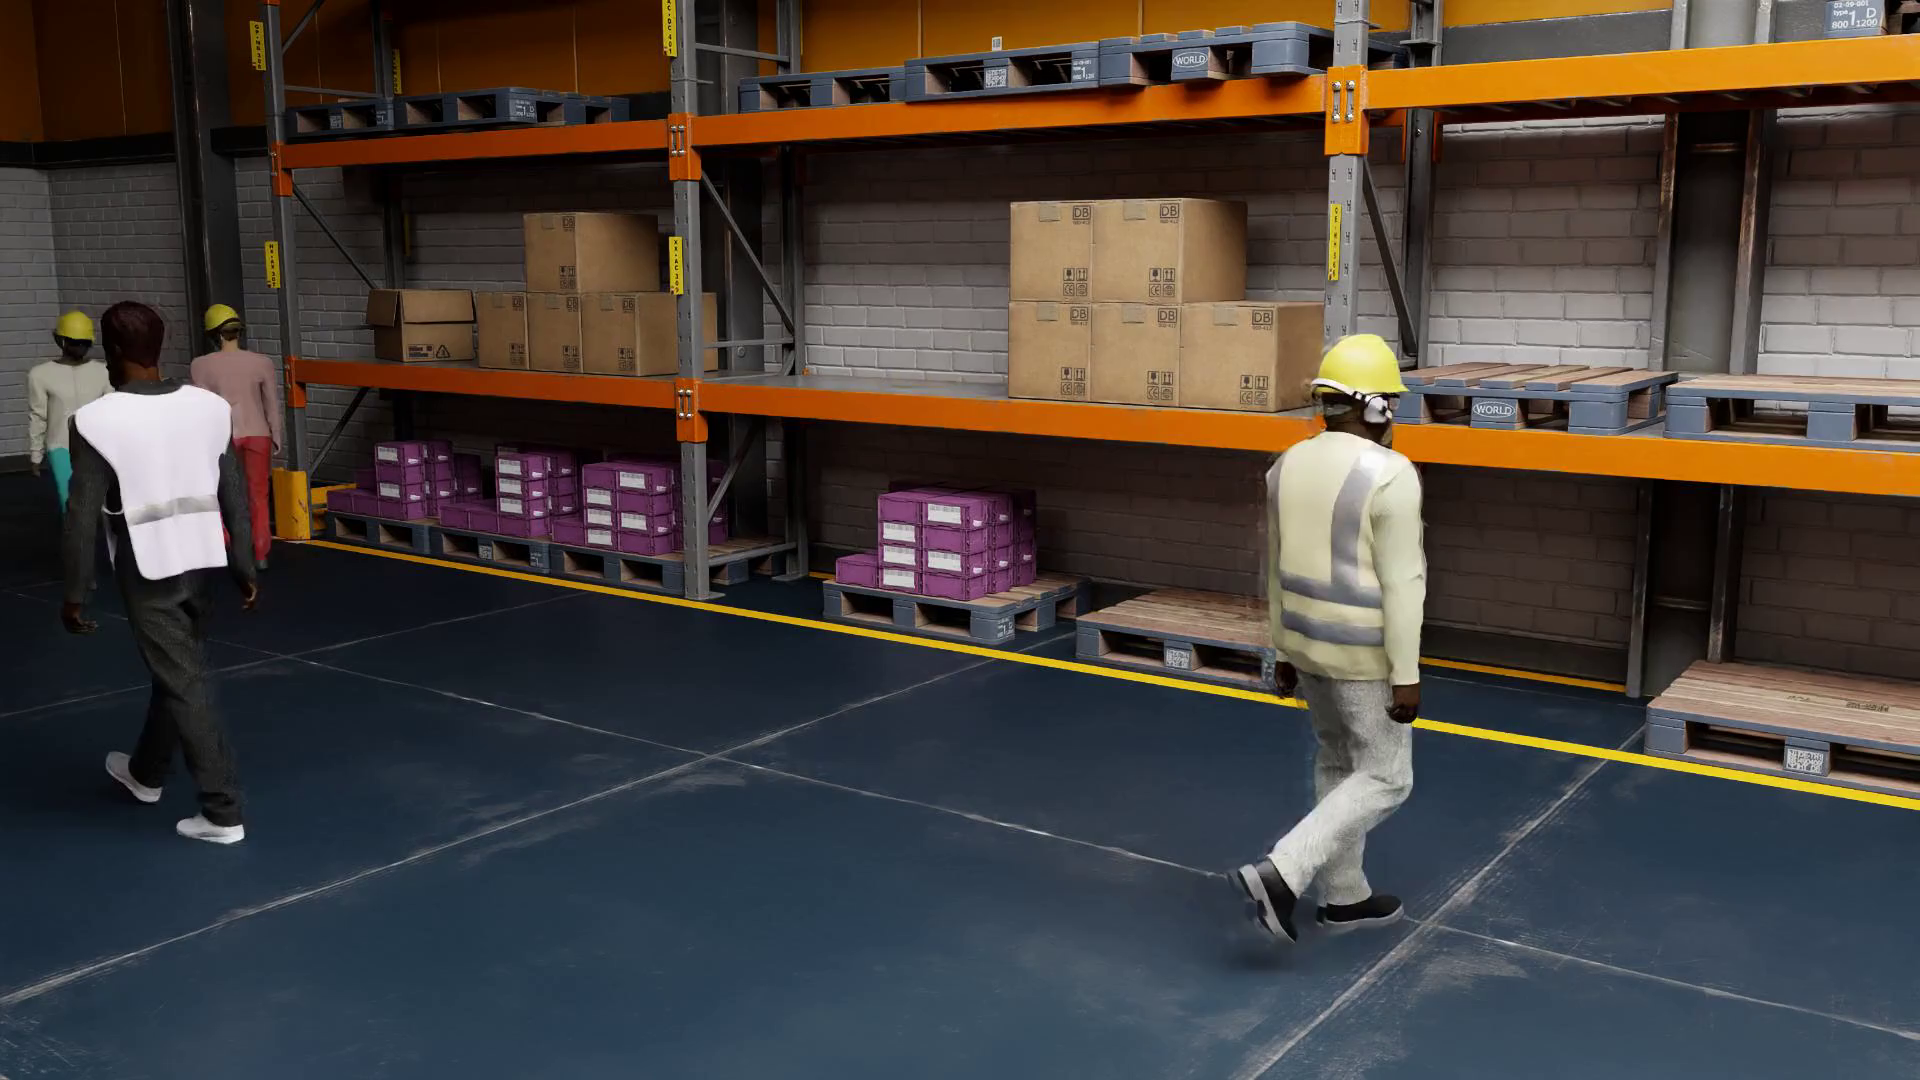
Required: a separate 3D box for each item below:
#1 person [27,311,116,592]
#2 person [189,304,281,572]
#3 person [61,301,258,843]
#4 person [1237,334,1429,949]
[{"bbox_3d":[-5.556,-0.582,10.449,0.529,1.721,0.838,-9,13,-41],"label":"person"},{"bbox_3d":[-4.683,-0.651,10.797,0.542,1.747,0.403,-5,11,-29],"label":"person"},{"bbox_3d":[-2.890,0.107,5.890,0.965,1.875,0.635,5,11,26],"label":"person"},{"bbox_3d":[1.082,0.312,4.832,0.601,1.814,0.593,-4,10,-24],"label":"person"}]
